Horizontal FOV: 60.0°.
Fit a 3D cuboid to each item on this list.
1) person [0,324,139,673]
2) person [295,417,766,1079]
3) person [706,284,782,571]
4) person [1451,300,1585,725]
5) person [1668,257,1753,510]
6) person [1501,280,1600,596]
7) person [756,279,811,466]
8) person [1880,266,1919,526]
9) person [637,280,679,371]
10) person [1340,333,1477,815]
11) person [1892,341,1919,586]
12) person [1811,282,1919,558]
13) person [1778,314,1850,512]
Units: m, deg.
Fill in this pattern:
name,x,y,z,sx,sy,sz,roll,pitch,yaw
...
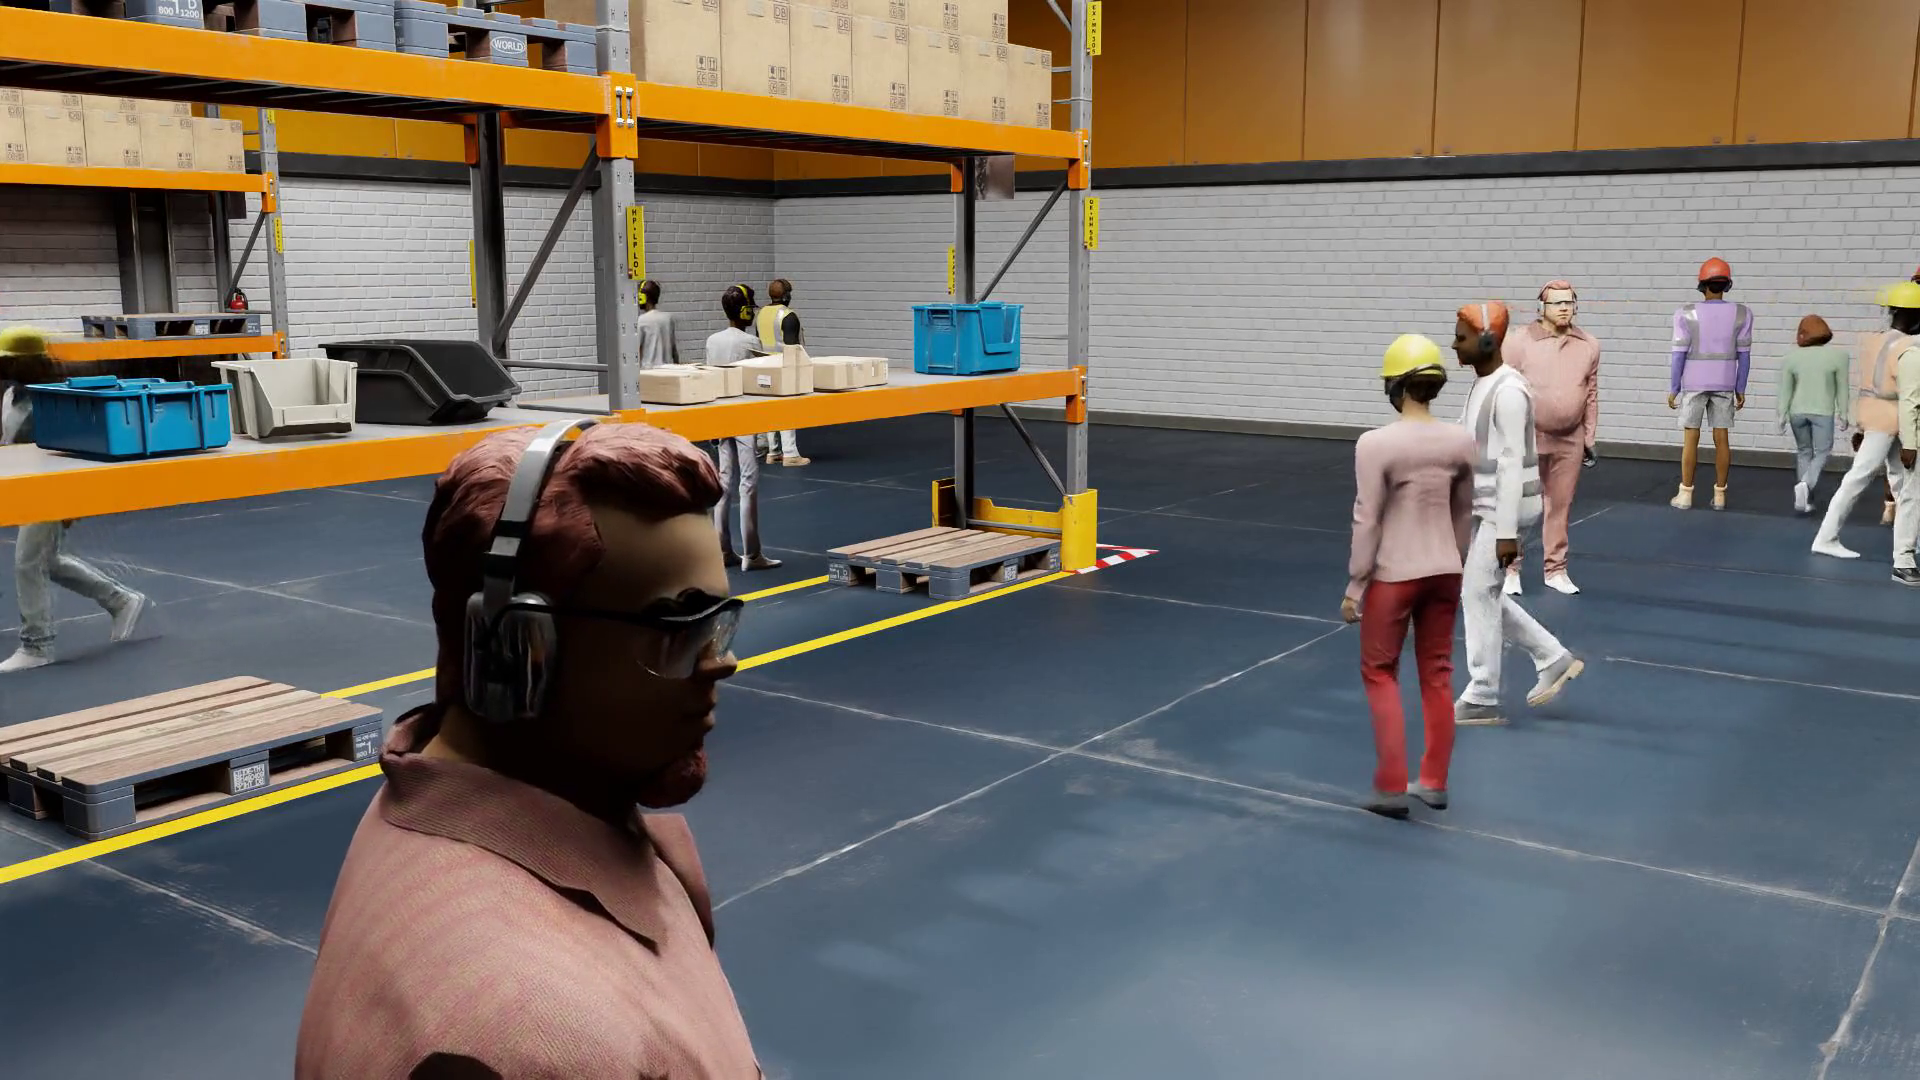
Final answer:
name,x,y,z,sx,sy,sz,roll,pitch,yaw
person,-4.568,-0.233,8.388,0.490,1.716,0.731,8,12,40
person,-0.300,0.850,1.386,0.400,1.905,0.643,-3,10,-16
person,-1.450,-0.735,10.920,0.517,1.873,0.334,7,12,37
person,2.404,-0.111,7.230,0.591,1.862,0.624,1,10,5
person,6.081,-1.261,13.530,0.607,2.048,0.368,2,10,10
person,3.570,-0.613,10.082,0.638,1.911,0.406,-1,10,-5
person,-1.751,-1.656,16.487,0.429,1.847,0.623,-8,12,-39
person,7.277,-1.099,12.573,0.382,2.045,0.605,-5,11,-25
person,-2.917,-1.464,15.345,0.851,1.837,0.564,6,11,32
person,1.638,0.133,6.090,0.531,1.772,0.326,-4,10,-24
person,6.121,-0.629,10.401,0.589,1.833,0.404,-4,10,-21
person,6.325,-0.785,11.219,1.023,1.868,0.605,3,10,16
person,6.751,-0.988,13.204,0.506,1.603,0.642,8,13,41
